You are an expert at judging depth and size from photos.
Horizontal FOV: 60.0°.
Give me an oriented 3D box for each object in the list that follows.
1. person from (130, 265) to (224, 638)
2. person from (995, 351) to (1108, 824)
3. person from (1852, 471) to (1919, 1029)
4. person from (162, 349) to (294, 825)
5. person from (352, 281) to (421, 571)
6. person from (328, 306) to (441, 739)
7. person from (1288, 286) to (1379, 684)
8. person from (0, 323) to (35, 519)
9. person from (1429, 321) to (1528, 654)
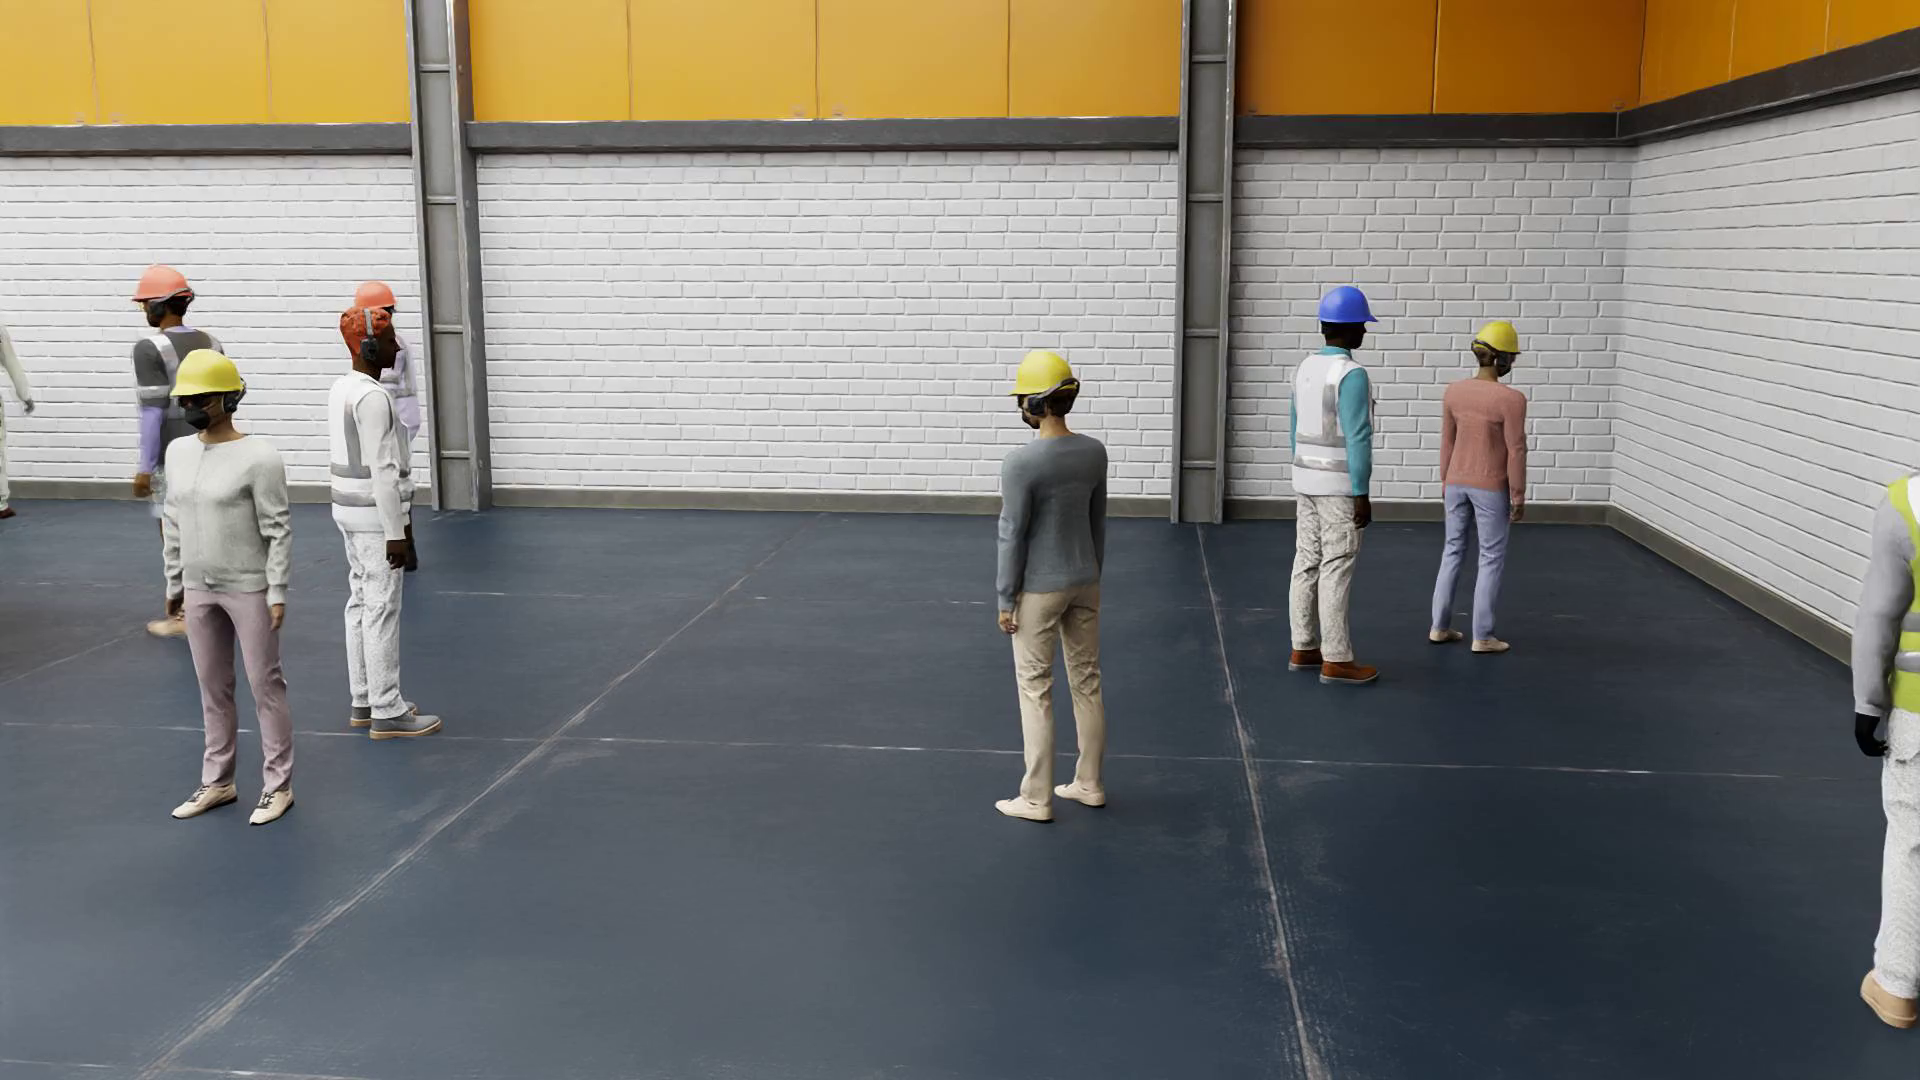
[{"bbox_3d":[-4.304,-0.477,9.143,0.399,2.041,0.647,2,10,13],"label":"person"},{"bbox_3d":[0.331,0.177,6.221,0.528,1.760,0.339,-8,13,-39],"label":"person"},{"bbox_3d":[2.748,0.440,4.498,0.639,1.831,0.429,3,10,15],"label":"person"},{"bbox_3d":[-2.720,0.180,6.163,0.523,1.769,0.321,3,10,16],"label":"person"},{"bbox_3d":[-3.806,-0.756,11.067,0.411,1.923,0.585,-3,10,-18],"label":"person"},{"bbox_3d":[-2.552,-0.073,7.285,0.351,1.882,0.582,-7,12,-35],"label":"person"},{"bbox_3d":[1.847,-0.270,8.220,0.391,1.949,0.602,-3,10,-18],"label":"person"},{"bbox_3d":[-7.797,-1.102,13.213,0.765,1.875,0.624,-4,11,-24],"label":"person"},{"bbox_3d":[2.771,-0.274,8.807,0.341,1.754,0.533,-7,12,-34],"label":"person"}]
